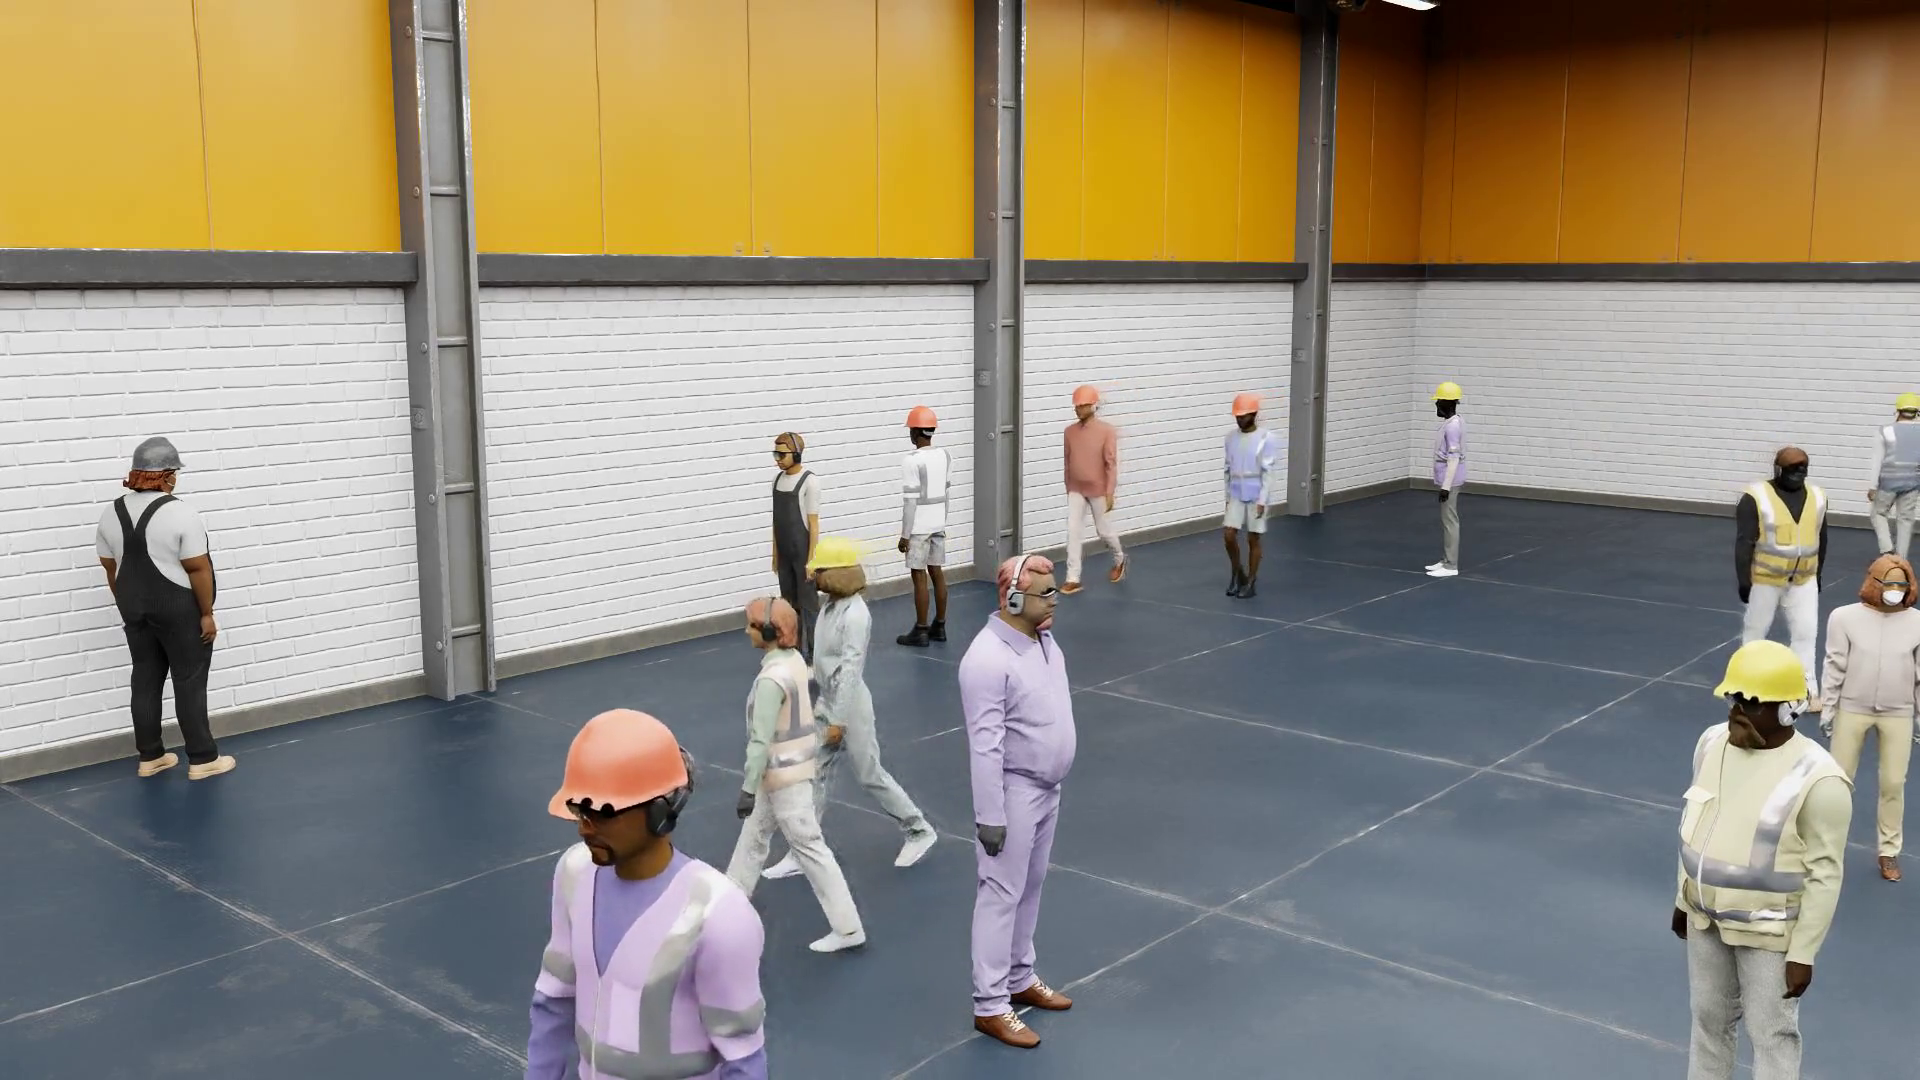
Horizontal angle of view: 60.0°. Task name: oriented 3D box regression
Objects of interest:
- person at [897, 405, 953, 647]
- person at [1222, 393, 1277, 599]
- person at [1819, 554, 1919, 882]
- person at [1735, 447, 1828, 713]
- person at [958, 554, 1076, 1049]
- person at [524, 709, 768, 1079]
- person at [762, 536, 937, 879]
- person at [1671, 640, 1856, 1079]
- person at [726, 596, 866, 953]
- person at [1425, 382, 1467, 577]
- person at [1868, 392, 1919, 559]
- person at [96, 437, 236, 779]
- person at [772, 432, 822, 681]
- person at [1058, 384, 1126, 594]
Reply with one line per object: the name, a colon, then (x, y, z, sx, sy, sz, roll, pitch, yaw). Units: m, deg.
person: (-0.303, -0.111, 13.377, 0.362, 1.938, 0.545, 7, 11, 37)
person: (2.637, -0.395, 15.257, 0.540, 1.914, 0.455, 6, 11, 34)
person: (4.520, 0.870, 8.207, 0.505, 1.628, 0.276, 4, 10, 23)
person: (5.636, 0.281, 11.316, 0.666, 1.808, 0.853, 0, 9, 0)
person: (0.252, 0.996, 6.529, 0.407, 1.904, 0.655, 4, 10, 24)
person: (-0.804, 1.380, 3.763, 0.810, 2.019, 0.622, -9, 13, -44)
person: (-0.535, 0.818, 8.250, 0.850, 1.710, 0.490, -5, 10, -28)
person: (2.534, 1.216, 5.379, 0.404, 1.832, 0.589, -3, 10, -21)
person: (-0.803, 1.031, 7.270, 0.857, 1.589, 0.534, 0, 9, 3)
person: (4.815, -0.596, 16.453, 0.370, 1.929, 0.585, 3, 9, 16)
person: (9.396, -0.569, 16.626, 0.615, 1.813, 0.437, 2, 9, 10)
person: (-4.682, 0.397, 9.868, 0.681, 2.000, 0.538, 2, 9, 13)
person: (-1.215, 0.117, 12.269, 0.505, 1.841, 0.334, 9, 12, 43)
person: (1.267, -0.498, 15.715, 0.609, 1.969, 0.879, 6, 11, 33)
